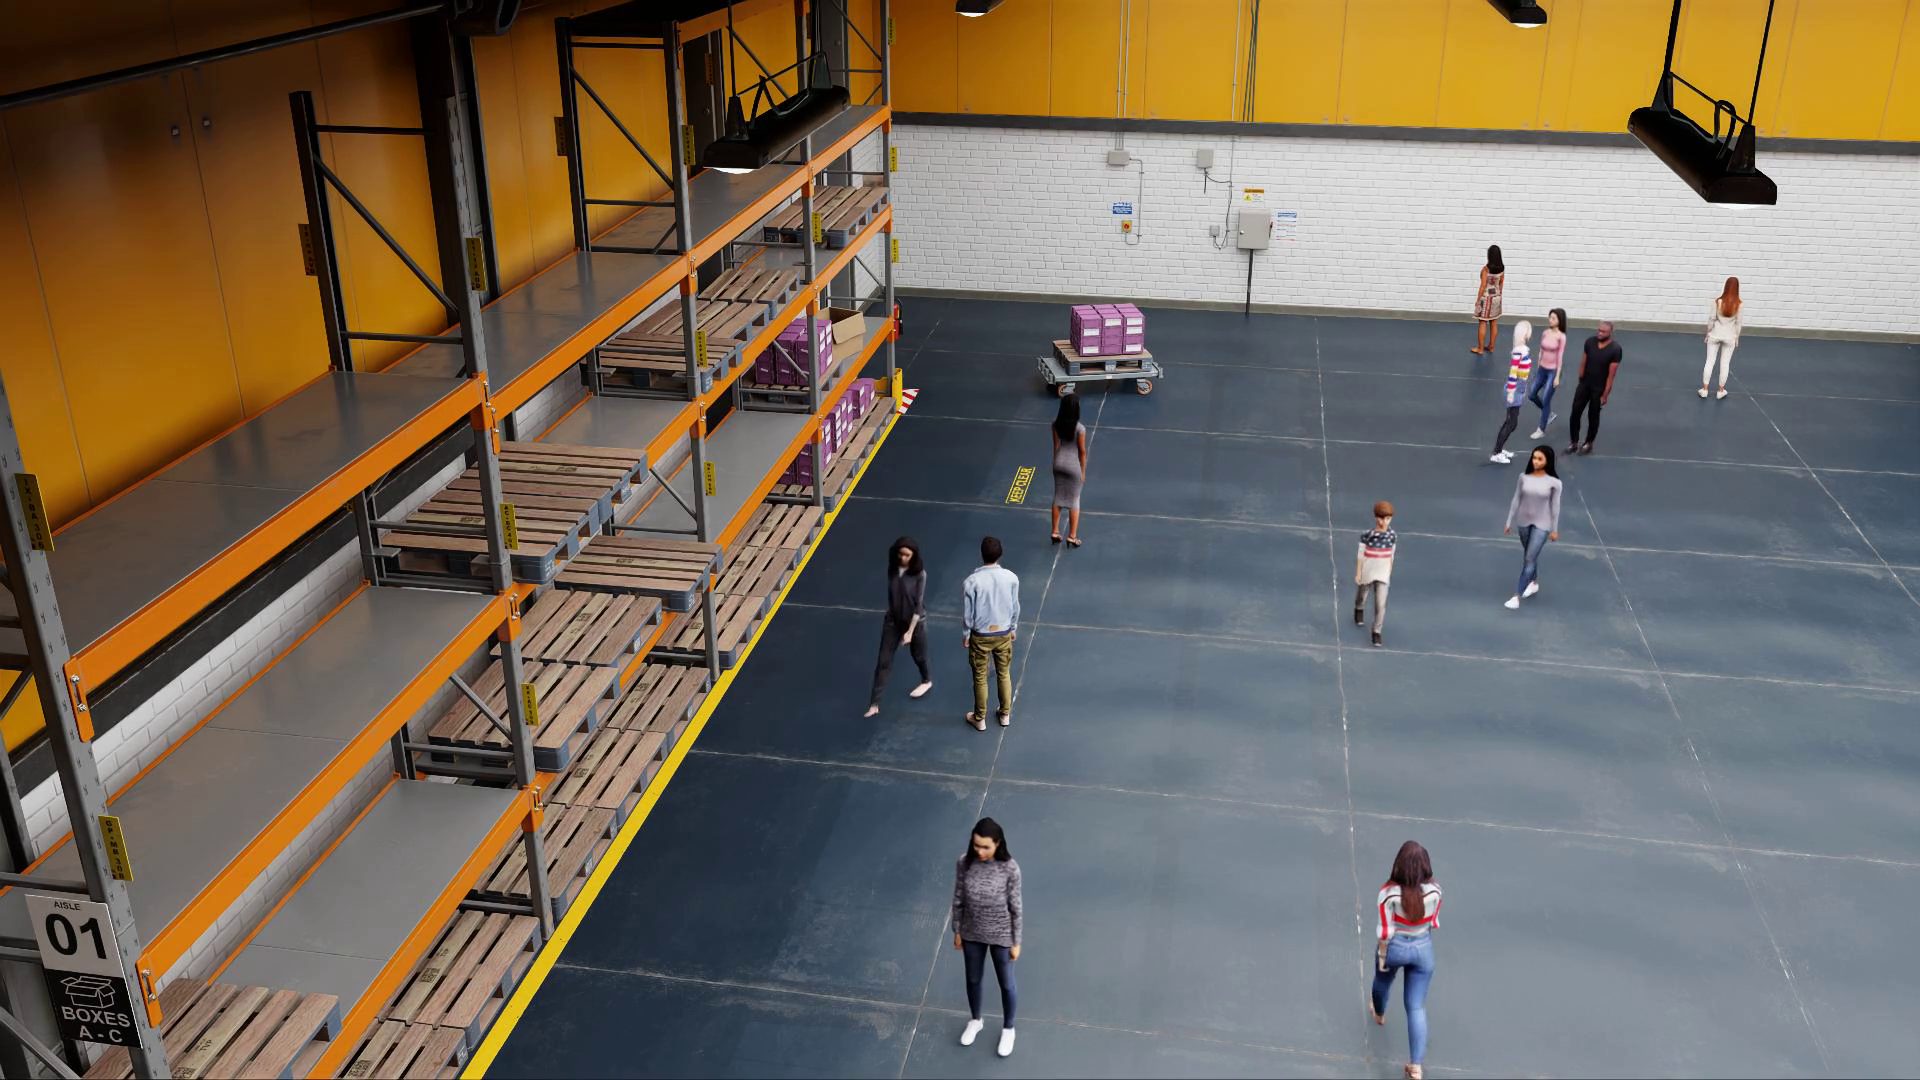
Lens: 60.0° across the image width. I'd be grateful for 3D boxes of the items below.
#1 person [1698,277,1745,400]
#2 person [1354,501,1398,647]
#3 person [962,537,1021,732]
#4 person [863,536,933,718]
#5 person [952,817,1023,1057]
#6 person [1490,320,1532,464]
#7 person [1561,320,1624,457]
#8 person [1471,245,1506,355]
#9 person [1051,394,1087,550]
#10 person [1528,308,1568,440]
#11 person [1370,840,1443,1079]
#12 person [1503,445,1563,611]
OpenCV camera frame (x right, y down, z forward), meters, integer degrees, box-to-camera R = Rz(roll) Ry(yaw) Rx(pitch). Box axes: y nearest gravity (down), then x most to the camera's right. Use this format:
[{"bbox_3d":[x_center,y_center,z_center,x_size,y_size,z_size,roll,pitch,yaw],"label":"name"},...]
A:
[{"bbox_3d":[10.568,-2.804,23.046,0.644,1.713,0.629,10,26,22],"label":"person"},{"bbox_3d":[4.062,0.276,16.373,0.562,1.415,0.955,2,24,5],"label":"person"},{"bbox_3d":[0.267,0.818,14.638,0.763,1.812,0.749,-8,25,-17],"label":"person"},{"bbox_3d":[-0.418,0.741,14.940,0.825,1.711,1.206,13,27,28],"label":"person"},{"bbox_3d":[0.192,2.537,10.805,0.643,1.731,0.573,7,25,16],"label":"person"},{"bbox_3d":[6.872,-1.834,20.742,0.858,1.782,0.588,17,29,34],"label":"person"},{"bbox_3d":[8.040,-1.915,20.912,0.958,1.793,0.898,-17,29,-34],"label":"person"},{"bbox_3d":[7.965,-3.622,25.006,0.725,1.642,0.726,-9,25,-21],"label":"person"},{"bbox_3d":[1.186,-0.760,18.287,0.643,1.780,0.645,16,28,32],"label":"person"},{"bbox_3d":[7.703,-2.169,21.569,0.828,1.734,0.777,-13,27,-26],"label":"person"},{"bbox_3d":[2.884,2.695,10.638,0.681,1.576,1.143,1,24,2],"label":"person"},{"bbox_3d":[5.928,-0.165,17.025,1.139,1.701,1.012,-21,31,-39],"label":"person"}]
